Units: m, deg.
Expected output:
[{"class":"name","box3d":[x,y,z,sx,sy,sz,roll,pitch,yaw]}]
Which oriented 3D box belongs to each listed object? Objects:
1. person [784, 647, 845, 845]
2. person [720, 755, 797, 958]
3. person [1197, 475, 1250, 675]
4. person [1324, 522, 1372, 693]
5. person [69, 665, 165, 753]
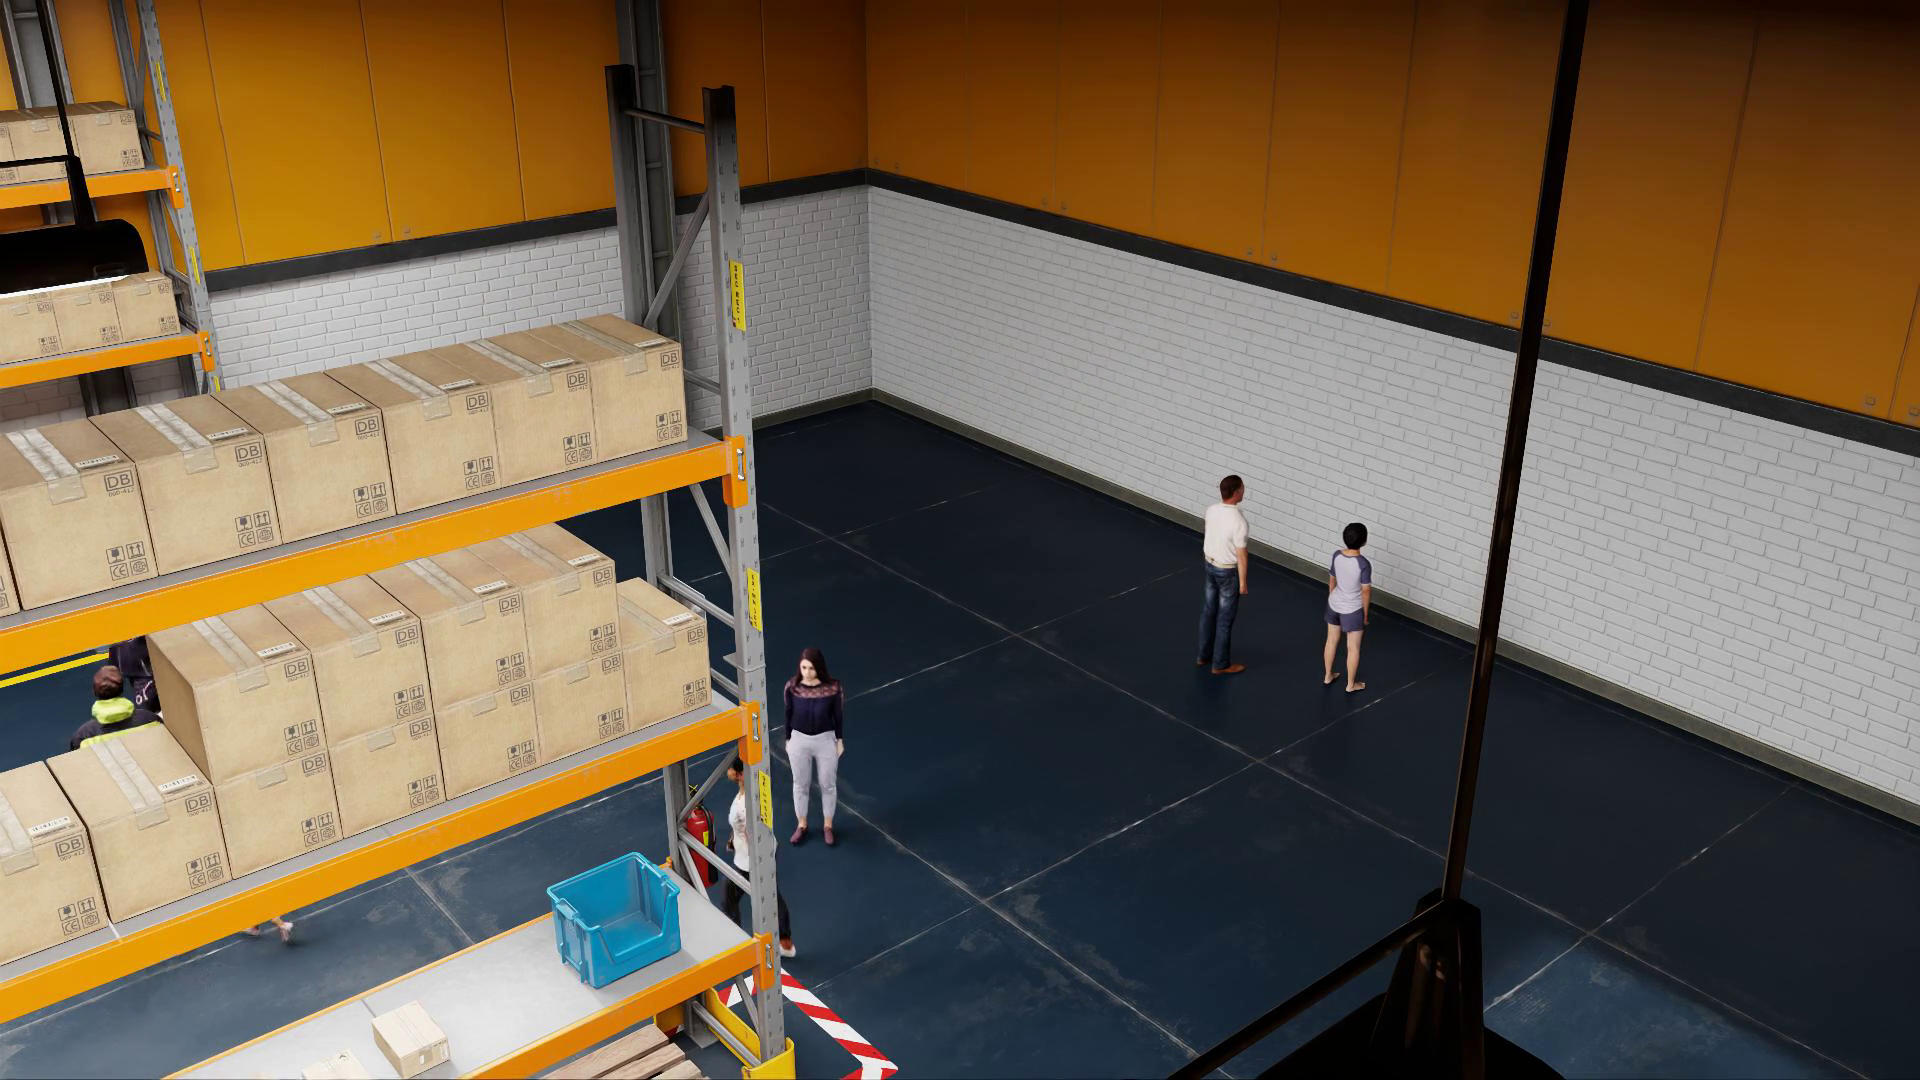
[{"class":"person","box3d":[-1.083,1.527,12.334,0.665,1.607,0.731,1,24,3]},{"class":"person","box3d":[-1.270,2.104,11.002,0.928,1.617,0.876,3,24,7]},{"class":"person","box3d":[2.337,0.291,14.855,0.620,1.853,0.704,-13,27,-27]},{"class":"person","box3d":[3.400,0.568,14.579,0.517,1.565,0.558,-20,30,-38]},{"class":"person","box3d":[-5.556,1.834,11.223,1.087,1.934,0.887,-17,29,-34]}]
